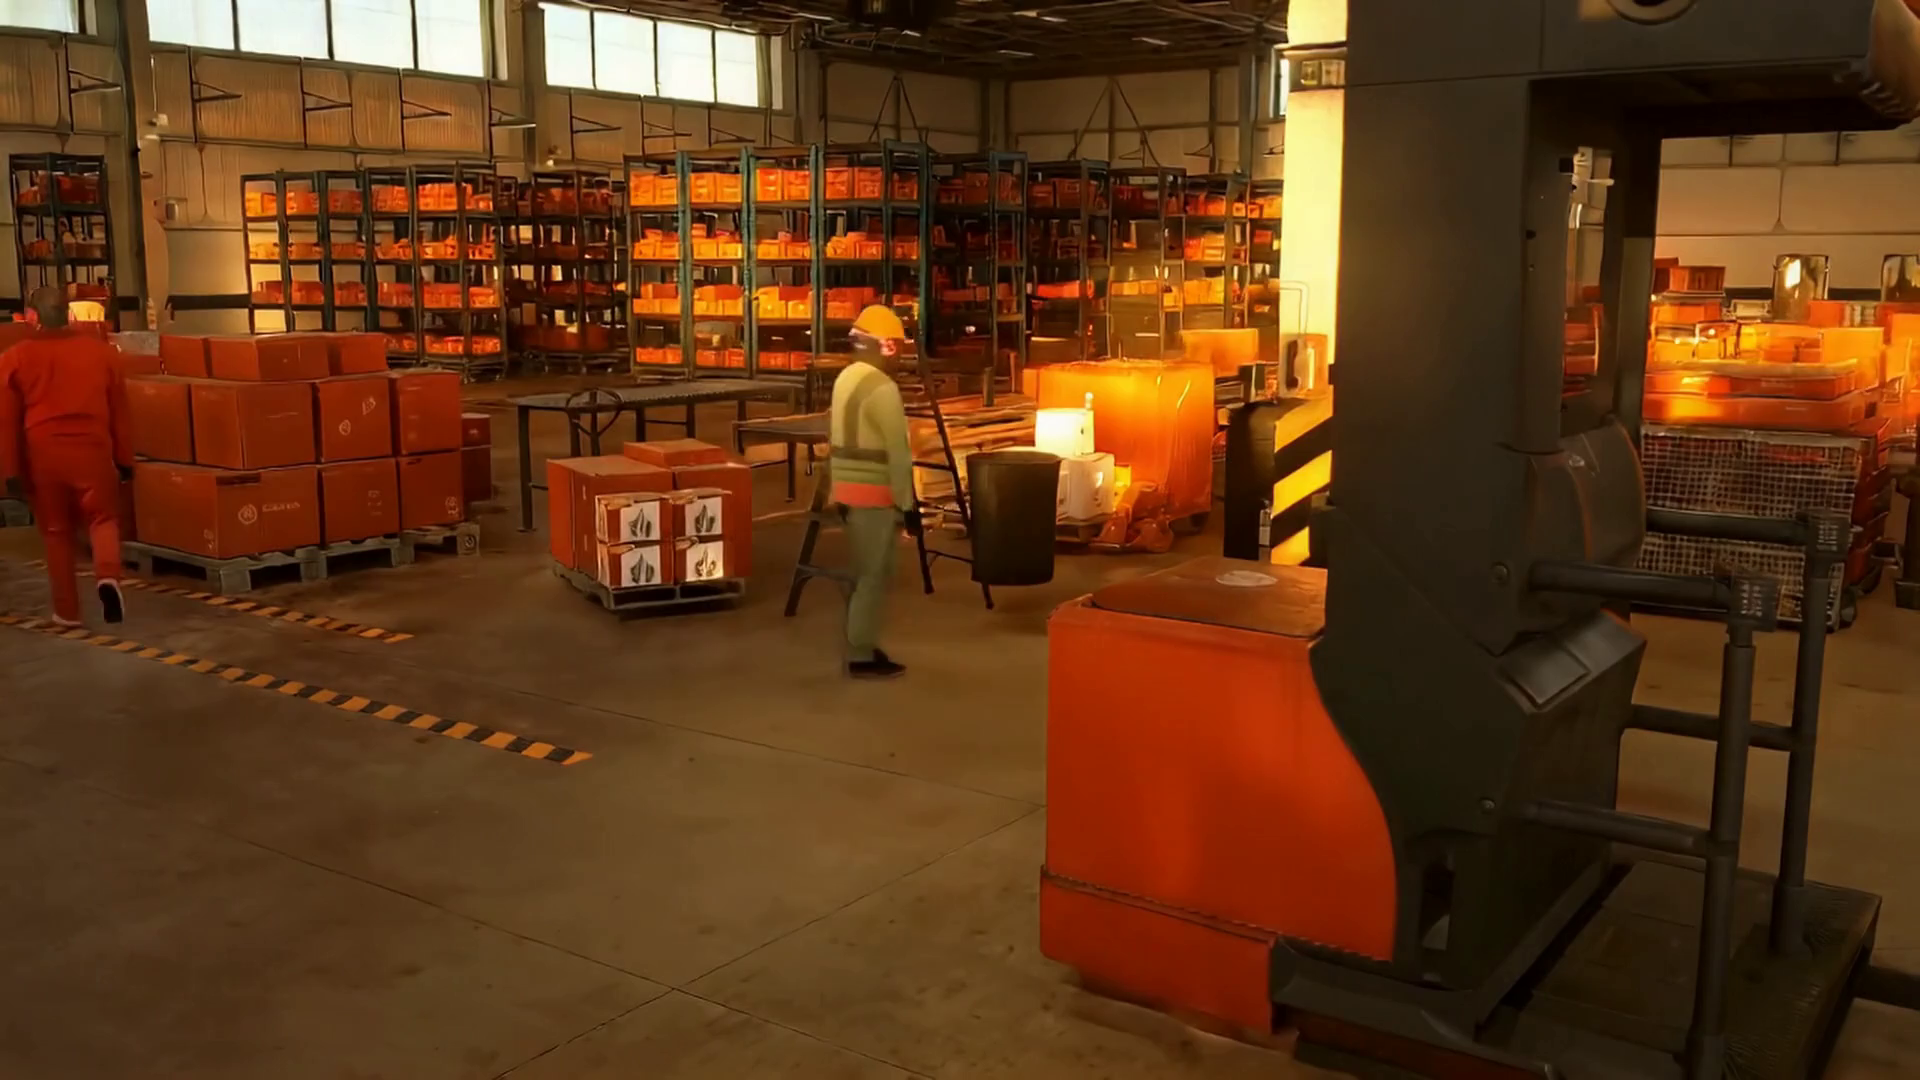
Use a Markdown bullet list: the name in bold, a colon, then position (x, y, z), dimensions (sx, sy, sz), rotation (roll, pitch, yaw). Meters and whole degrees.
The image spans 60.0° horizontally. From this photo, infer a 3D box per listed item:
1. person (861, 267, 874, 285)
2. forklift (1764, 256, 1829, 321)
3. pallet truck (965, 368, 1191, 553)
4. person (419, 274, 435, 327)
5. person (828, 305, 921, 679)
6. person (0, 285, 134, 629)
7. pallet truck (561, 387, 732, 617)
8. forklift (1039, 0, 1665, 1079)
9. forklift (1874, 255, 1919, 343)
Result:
- **person**: position (-1.917, -4.571, 33.361), dimensions (0.431, 2.017, 0.637), rotation (5, 11, 26)
- **forklift**: position (20.253, -5.854, 40.139), dimensions (1.157, 1.987, 2.680), rotation (7, 12, 35)
- **pallet truck**: position (0.845, -0.609, 11.869), dimensions (1.630, 1.274, 0.653), rotation (7, 12, 35)
- **person**: position (-11.552, -4.892, 36.067), dimensions (0.359, 1.743, 0.563), rotation (5, 11, 25)
- **person**: position (-0.411, -0.222, 8.056), dimensions (0.430, 1.807, 0.611), rotation (-3, 10, -18)
- **person**: position (-4.848, -0.432, 9.029), dimensions (0.666, 1.890, 0.594), rotation (-7, 12, -37)
- **pallet truck**: position (-1.981, -0.274, 10.088), dimensions (0.680, 1.201, 1.601), rotation (-5, 11, -28)
- **forklift**: position (1.249, -0.137, 4.360), dimensions (1.873, 2.768, 1.129), rotation (7, 12, 35)
- **forklift**: position (22.089, -5.634, 38.796), dimensions (1.157, 1.987, 2.680), rotation (6, 11, 33)
